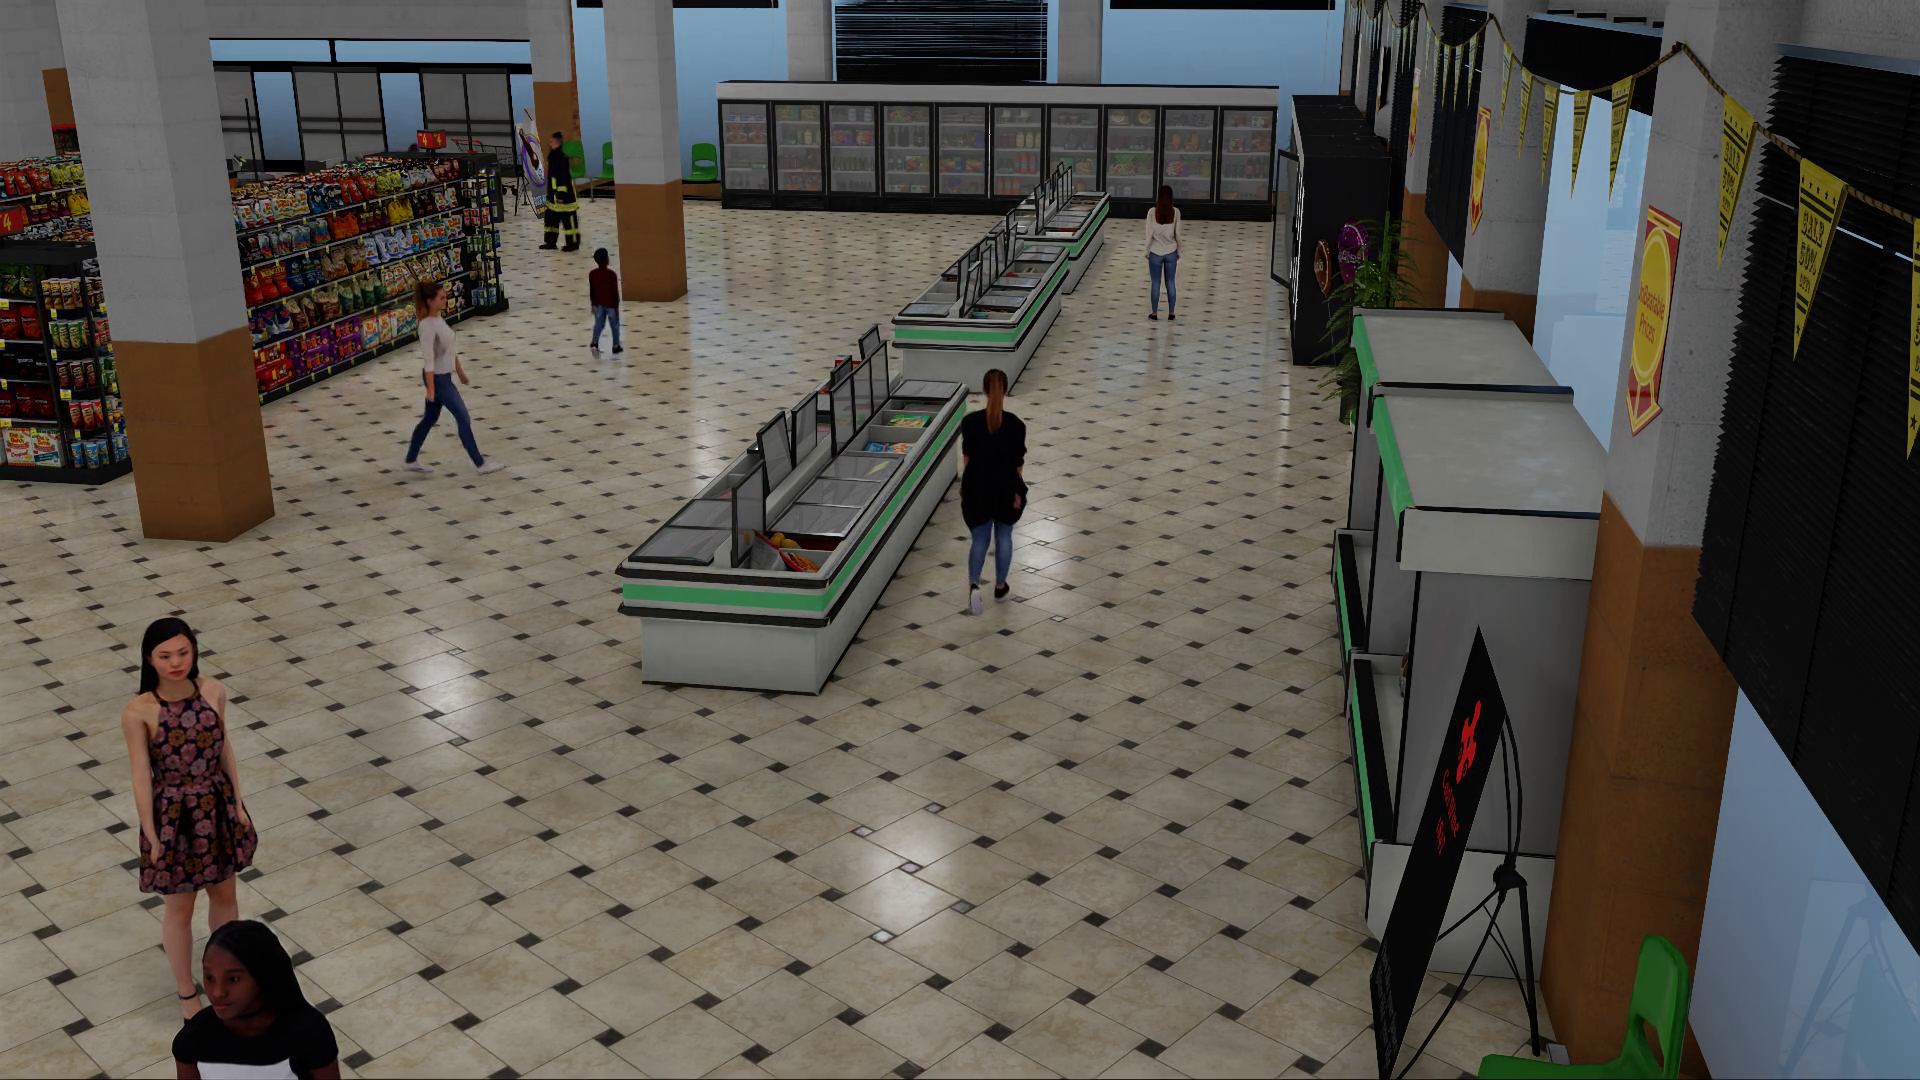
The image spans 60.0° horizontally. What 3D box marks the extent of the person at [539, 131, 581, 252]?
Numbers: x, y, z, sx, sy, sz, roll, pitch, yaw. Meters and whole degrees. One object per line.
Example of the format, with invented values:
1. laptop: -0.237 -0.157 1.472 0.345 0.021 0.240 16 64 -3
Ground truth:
1. person: -6.203 -5.476 26.198 1.071 1.844 1.012 -12 22 -32

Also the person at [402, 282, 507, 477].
1. person: -4.513 -1.327 14.152 0.910 1.678 1.128 -2 19 -6

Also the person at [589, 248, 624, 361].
1. person: -4.025 -2.652 18.771 0.499 1.238 0.821 3 19 10

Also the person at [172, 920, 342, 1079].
1. person: -1.927 1.834 4.699 0.665 1.727 0.667 -1 19 -3

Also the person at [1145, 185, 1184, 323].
1. person: 2.547 -3.592 20.848 0.652 1.691 0.598 0 19 0

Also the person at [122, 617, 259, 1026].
1. person: -3.069 1.144 6.673 0.848 1.774 0.763 14 23 36

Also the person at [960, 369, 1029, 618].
1. person: 0.198 -0.282 11.081 0.610 1.660 1.024 3 19 10
